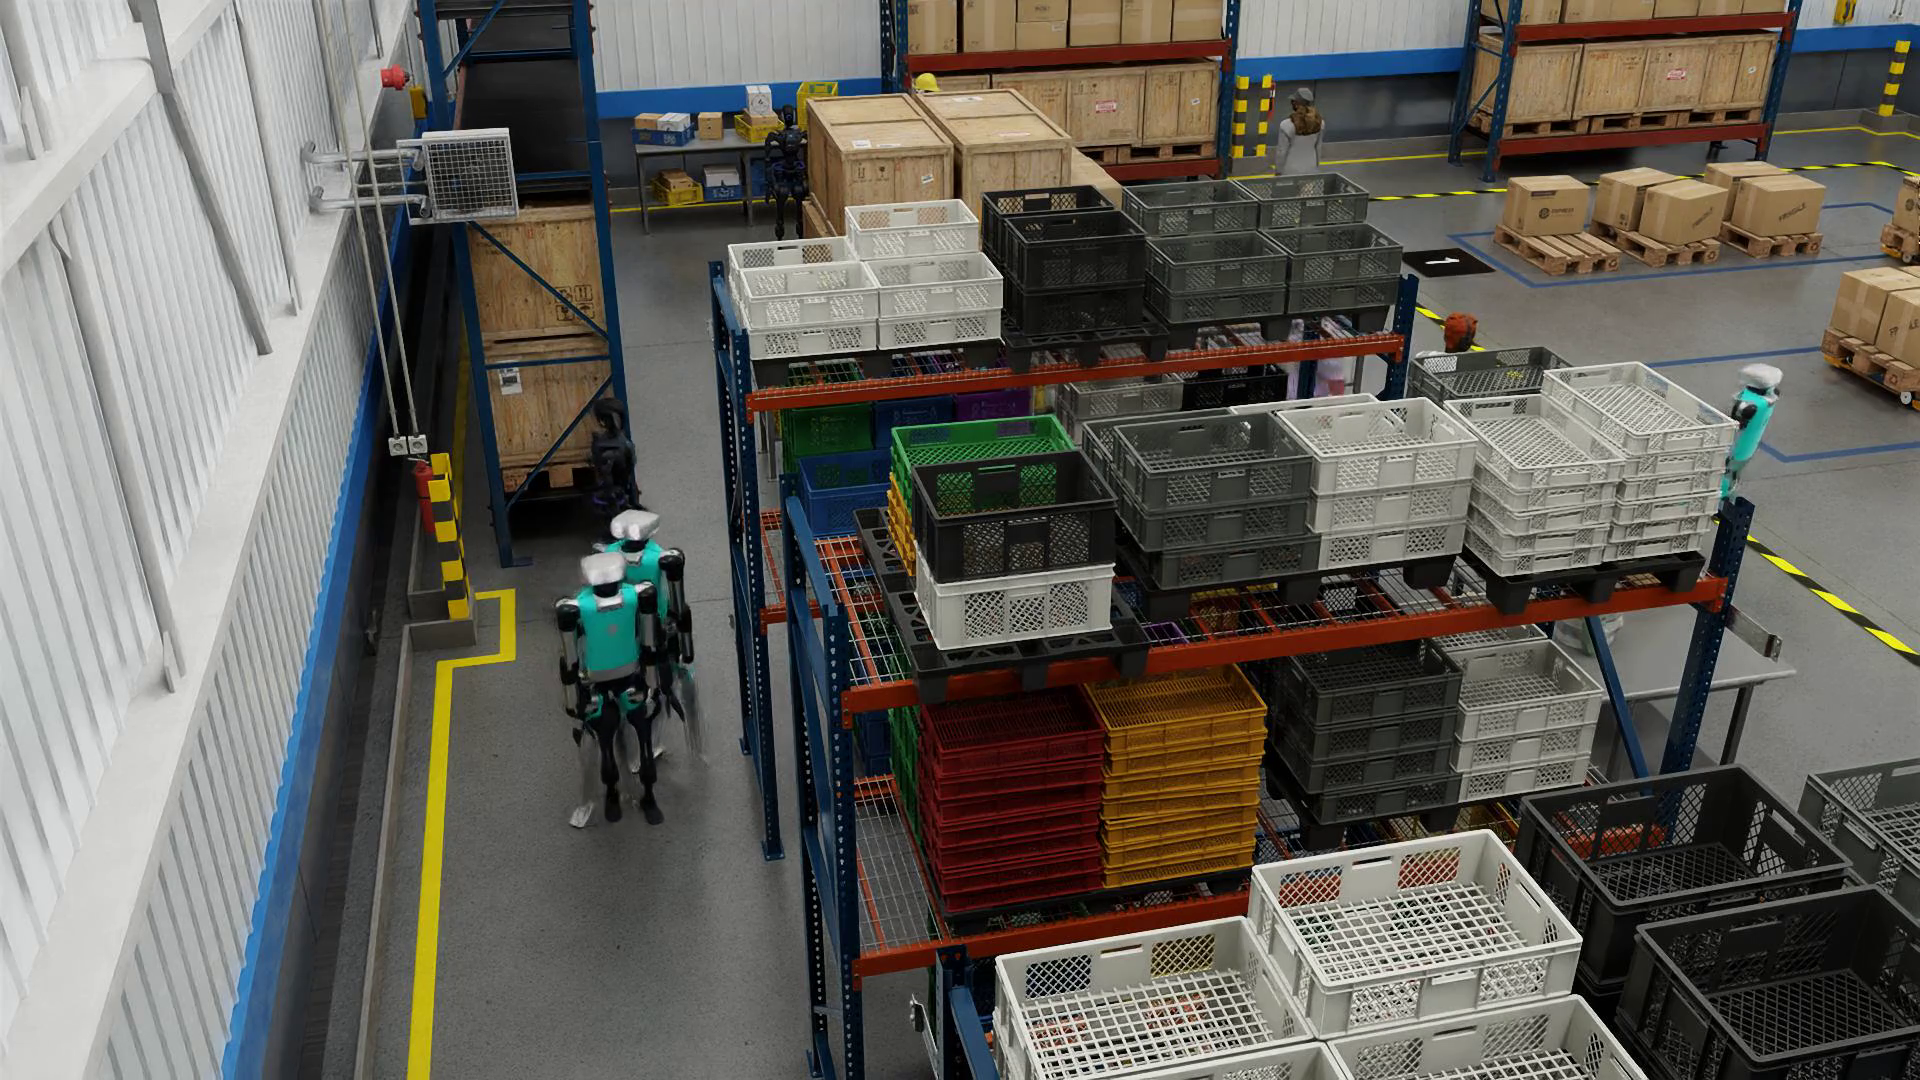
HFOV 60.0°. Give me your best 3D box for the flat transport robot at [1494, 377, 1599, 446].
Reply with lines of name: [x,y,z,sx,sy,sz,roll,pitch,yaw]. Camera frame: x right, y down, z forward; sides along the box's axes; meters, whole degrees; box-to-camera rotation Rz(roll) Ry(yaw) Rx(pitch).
flat transport robot: [4.780,-1.036,14.013,0.659,0.231,1.431,-6,28,-12]

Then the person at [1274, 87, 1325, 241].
person: [3.659,-4.010,18.042,0.573,1.768,0.398,-11,30,-21]

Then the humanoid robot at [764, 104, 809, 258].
humanoid robot: [-1.804,-3.826,17.779,0.599,1.657,0.315,-9,29,-16]

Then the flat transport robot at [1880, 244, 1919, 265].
flat transport robot: [10.575,-2.978,17.666,0.652,0.197,1.431,-6,28,-12]

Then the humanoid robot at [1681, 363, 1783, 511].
humanoid robot: [4.954,-0.400,11.261,0.811,1.796,0.531,23,36,37]

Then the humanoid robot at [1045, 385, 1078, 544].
humanoid robot: [0.475,-0.089,10.649,0.738,1.791,0.543,-12,30,-22]

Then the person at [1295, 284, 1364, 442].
person: [2.738,-1.033,12.140,0.851,2.007,0.649,3,28,5]

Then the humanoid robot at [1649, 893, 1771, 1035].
humanoid robot: [2.930,2.072,6.660,0.783,1.626,0.611,-15,31,-26]

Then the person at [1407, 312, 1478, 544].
person: [3.366,-0.682,11.605,0.354,1.886,0.572,-21,34,-34]

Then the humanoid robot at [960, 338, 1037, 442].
humanoid robot: [0.298,-0.505,11.322,0.532,1.691,0.743,-4,28,-7]

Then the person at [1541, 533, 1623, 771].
person: [3.457,0.535,9.231,0.387,1.948,0.603,5,28,9]

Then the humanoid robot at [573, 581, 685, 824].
humanoid robot: [-1.818,0.823,8.986,0.602,1.641,0.431,-10,29,-18]

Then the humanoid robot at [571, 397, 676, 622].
humanoid robot: [-2.289,-0.173,10.930,0.769,1.649,0.600,-1,28,-1]

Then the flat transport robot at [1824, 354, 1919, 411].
flat transport robot: [8.473,-1.467,14.800,0.652,0.197,1.431,-6,28,-12]

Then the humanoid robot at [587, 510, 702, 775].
humanoid robot: [-1.701,0.538,9.438,0.545,1.766,0.790,4,28,8]

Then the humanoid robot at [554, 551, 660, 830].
humanoid robot: [-1.938,0.767,9.001,0.565,1.754,0.778,-13,30,-23]

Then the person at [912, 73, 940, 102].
person: [-0.393,-4.243,18.426,0.404,1.825,0.587,-3,28,-6]
